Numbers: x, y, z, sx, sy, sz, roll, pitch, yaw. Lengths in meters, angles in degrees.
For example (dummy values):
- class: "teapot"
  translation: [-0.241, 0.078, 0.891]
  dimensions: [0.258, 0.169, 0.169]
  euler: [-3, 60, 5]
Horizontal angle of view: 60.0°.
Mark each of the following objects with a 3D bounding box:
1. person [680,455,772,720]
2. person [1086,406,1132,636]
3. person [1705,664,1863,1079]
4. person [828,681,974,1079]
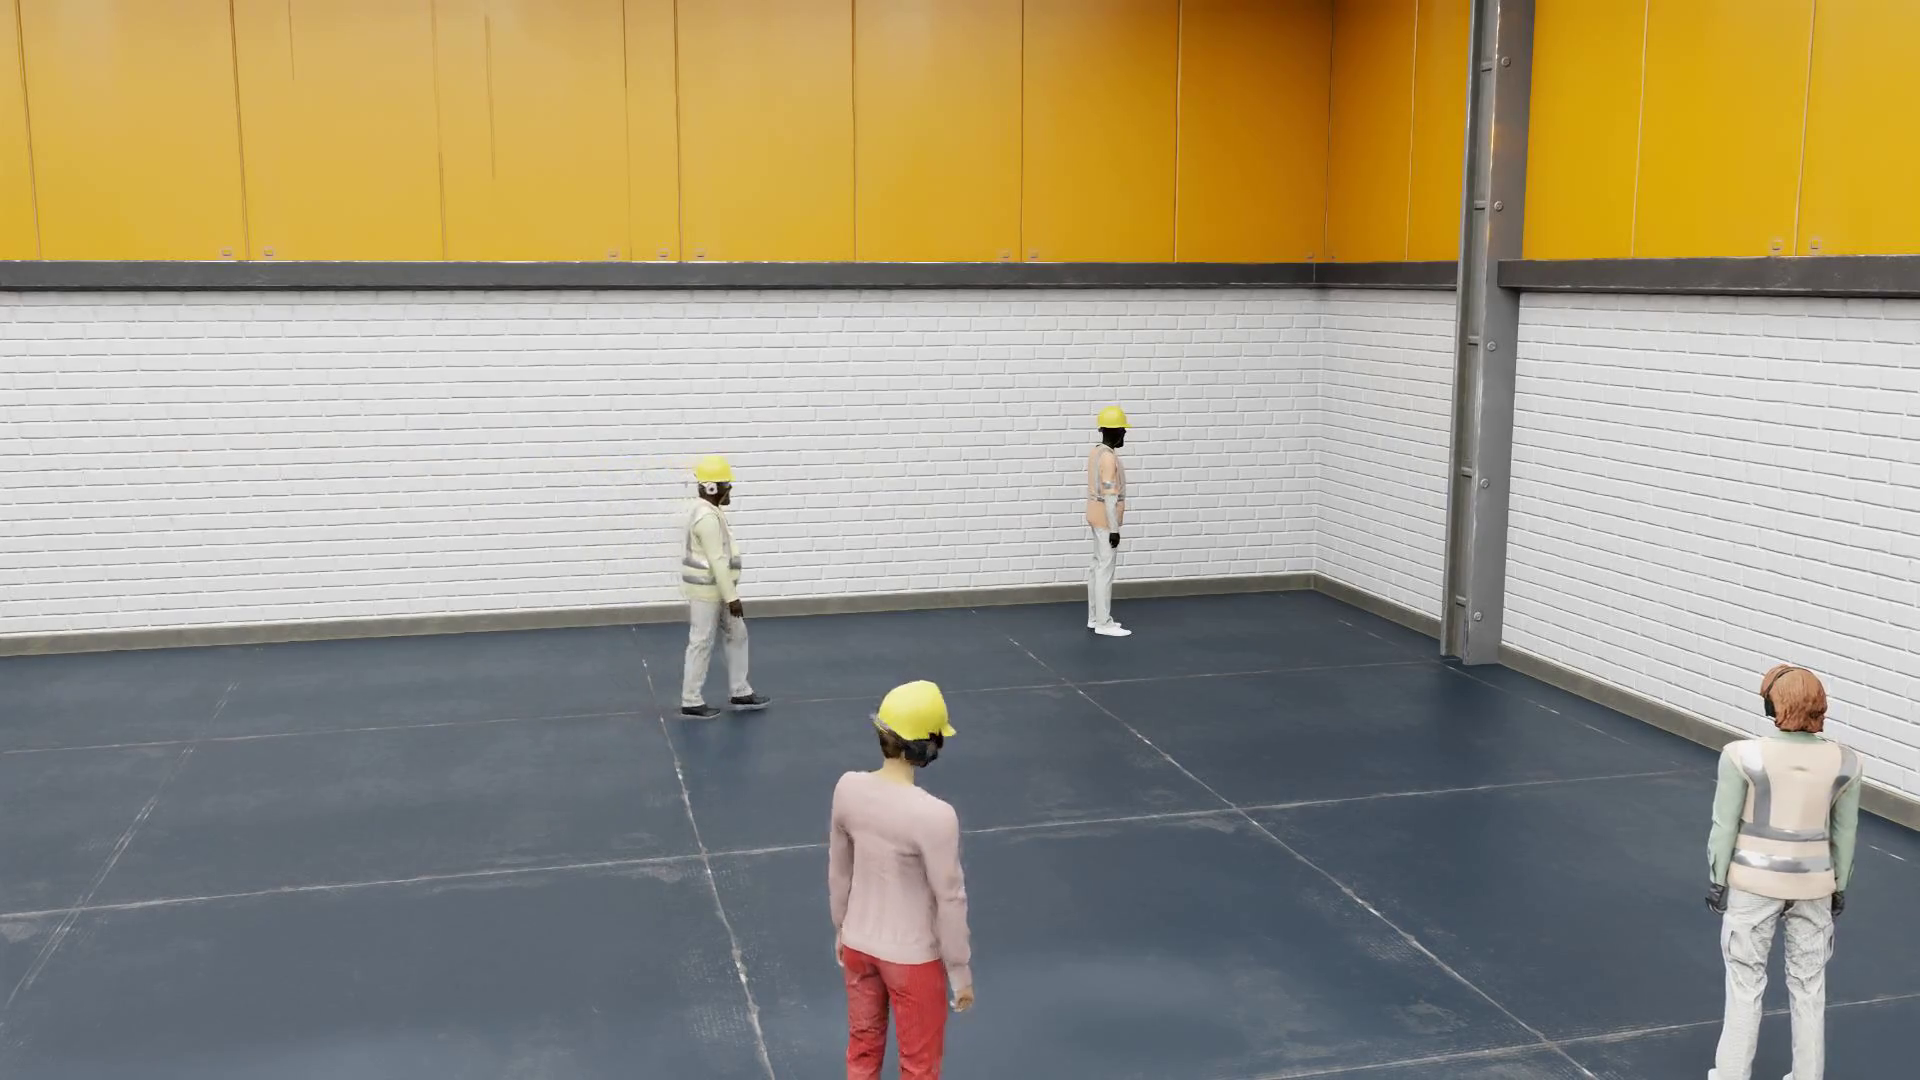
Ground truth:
- class: "person"
  translation: [-1.576, 0.332, 11.283]
  dimensions: [0.757, 1.804, 0.599]
  euler: [-1, 9, -6]
- class: "person"
  translation: [1.247, -0.161, 13.979]
  dimensions: [0.369, 1.928, 0.585]
  euler: [-1, 9, -7]
- class: "person"
  translation: [2.974, 1.262, 6.031]
  dimensions: [0.508, 1.629, 0.314]
  euler: [0, 9, 3]
- class: "person"
  translation: [-0.191, 1.316, 5.310]
  dimensions: [0.582, 1.756, 0.391]
  euler: [8, 12, 41]
